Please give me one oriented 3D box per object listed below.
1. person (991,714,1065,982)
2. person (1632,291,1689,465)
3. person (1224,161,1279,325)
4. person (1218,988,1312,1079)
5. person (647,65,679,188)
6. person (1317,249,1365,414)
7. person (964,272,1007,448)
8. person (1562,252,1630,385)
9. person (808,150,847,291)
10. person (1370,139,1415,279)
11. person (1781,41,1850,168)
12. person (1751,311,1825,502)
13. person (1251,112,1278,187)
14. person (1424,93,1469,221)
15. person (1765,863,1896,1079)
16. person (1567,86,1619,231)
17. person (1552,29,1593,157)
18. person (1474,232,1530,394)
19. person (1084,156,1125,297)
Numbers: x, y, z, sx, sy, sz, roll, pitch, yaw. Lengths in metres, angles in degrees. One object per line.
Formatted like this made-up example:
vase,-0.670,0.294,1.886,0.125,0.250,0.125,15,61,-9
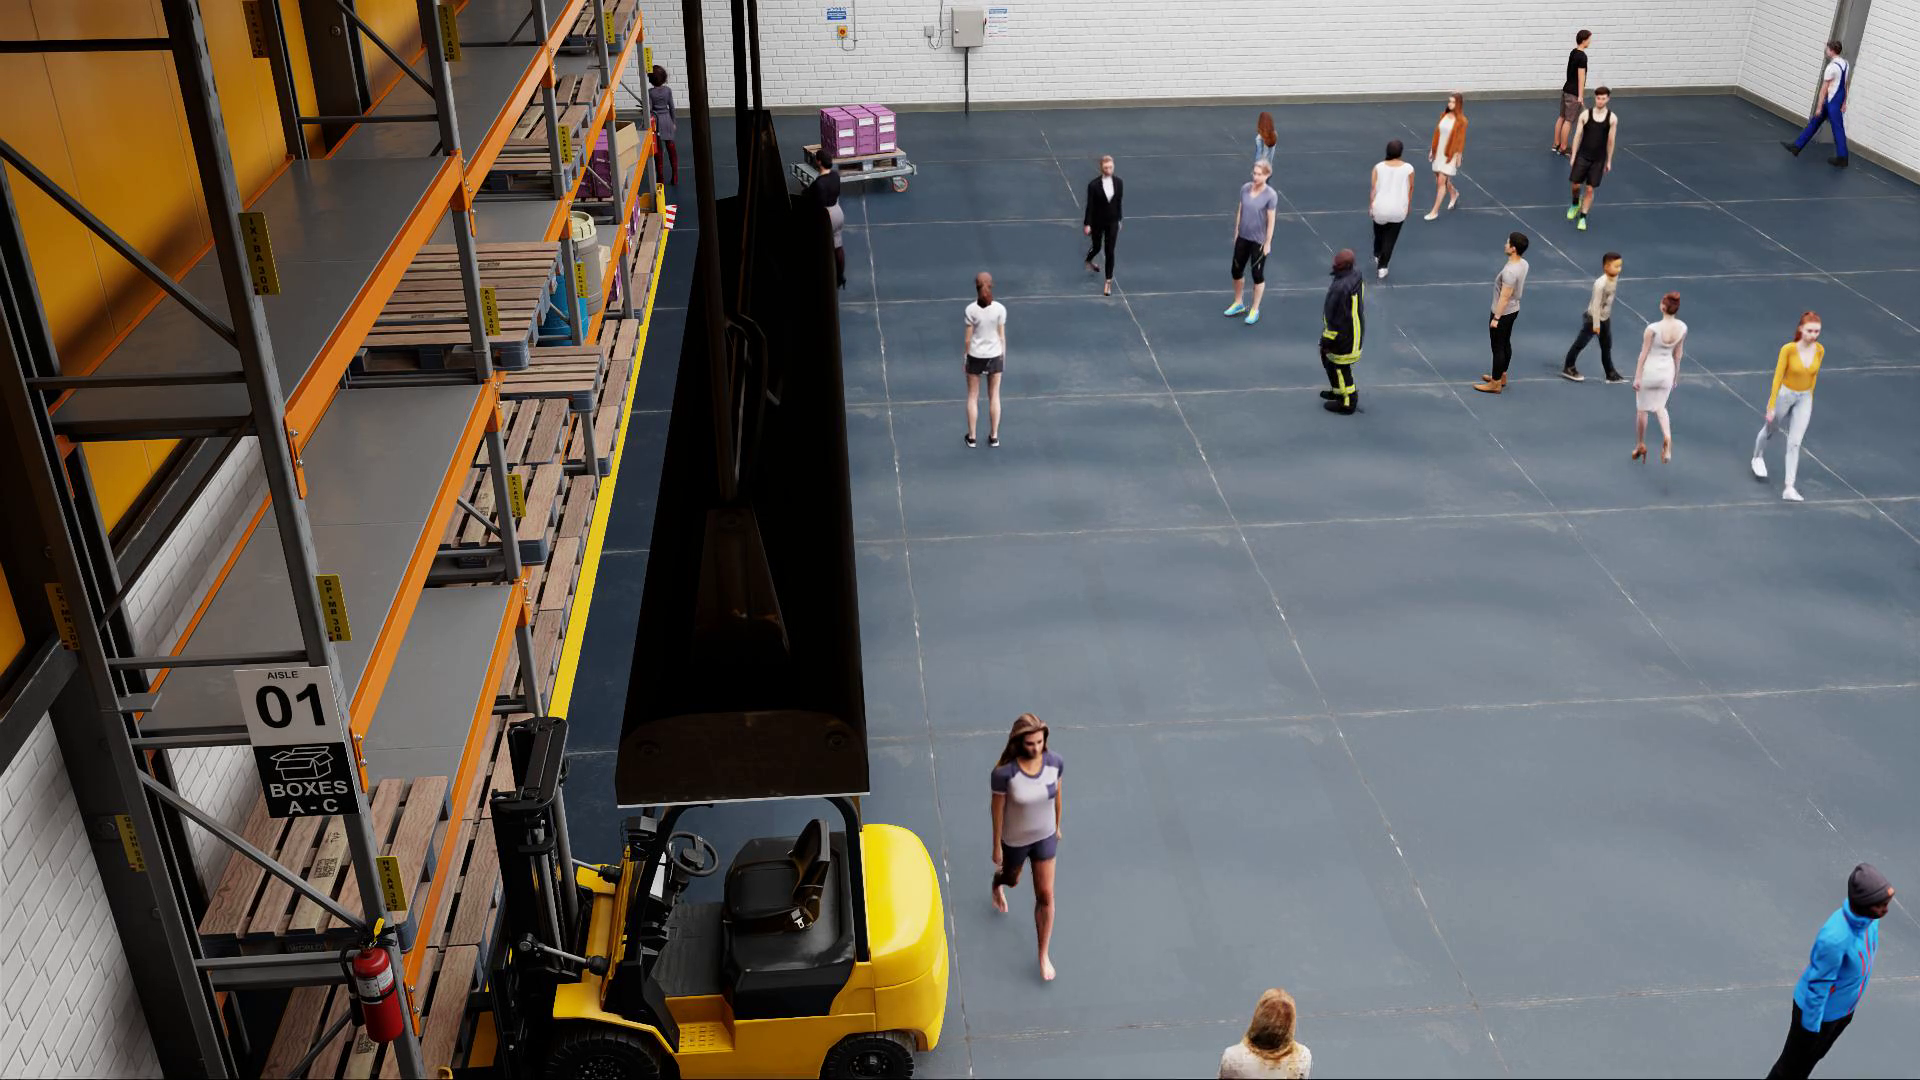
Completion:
person,0.363,1.708,9.868,0.732,1.697,1.109,-7,29,-13
person,6.564,-1.460,15.593,0.567,1.776,0.859,-2,29,-4
person,3.387,-3.449,19.125,0.838,1.886,0.755,-25,37,-38
person,1.367,2.839,7.694,0.637,1.794,1.015,-4,29,-7
person,-4.285,-5.946,23.886,0.661,1.710,0.645,-15,32,-25
person,3.908,-2.113,16.787,0.995,1.779,0.874,21,35,33
person,0.232,-1.738,16.134,0.542,1.747,0.514,-3,29,-5
person,6.671,-2.355,17.590,0.878,1.436,1.001,-22,36,-35
person,-1.571,-3.796,19.894,0.834,1.758,0.725,12,31,20
person,5.271,-4.056,20.480,0.959,1.653,1.150,12,31,21
person,13.051,-6.435,24.717,1.124,1.772,1.322,-19,34,-31
person,7.597,-1.272,15.338,0.687,1.690,1.198,0,29,1
person,4.102,-5.046,22.481,0.636,1.476,0.673,-25,37,-38
person,6.655,-5.238,22.599,0.959,1.699,1.050,-18,33,-29
person,4.427,2.376,8.541,0.687,1.796,0.712,-21,35,-33
person,8.429,-5.114,22.184,0.846,1.880,0.912,10,30,17
person,9.346,-6.845,25.377,0.746,1.860,0.497,-1,29,-2
person,5.689,-2.384,17.342,0.746,1.724,0.668,19,34,30
person,1.714,-3.814,20.022,0.746,1.669,1.085,-7,29,-12
